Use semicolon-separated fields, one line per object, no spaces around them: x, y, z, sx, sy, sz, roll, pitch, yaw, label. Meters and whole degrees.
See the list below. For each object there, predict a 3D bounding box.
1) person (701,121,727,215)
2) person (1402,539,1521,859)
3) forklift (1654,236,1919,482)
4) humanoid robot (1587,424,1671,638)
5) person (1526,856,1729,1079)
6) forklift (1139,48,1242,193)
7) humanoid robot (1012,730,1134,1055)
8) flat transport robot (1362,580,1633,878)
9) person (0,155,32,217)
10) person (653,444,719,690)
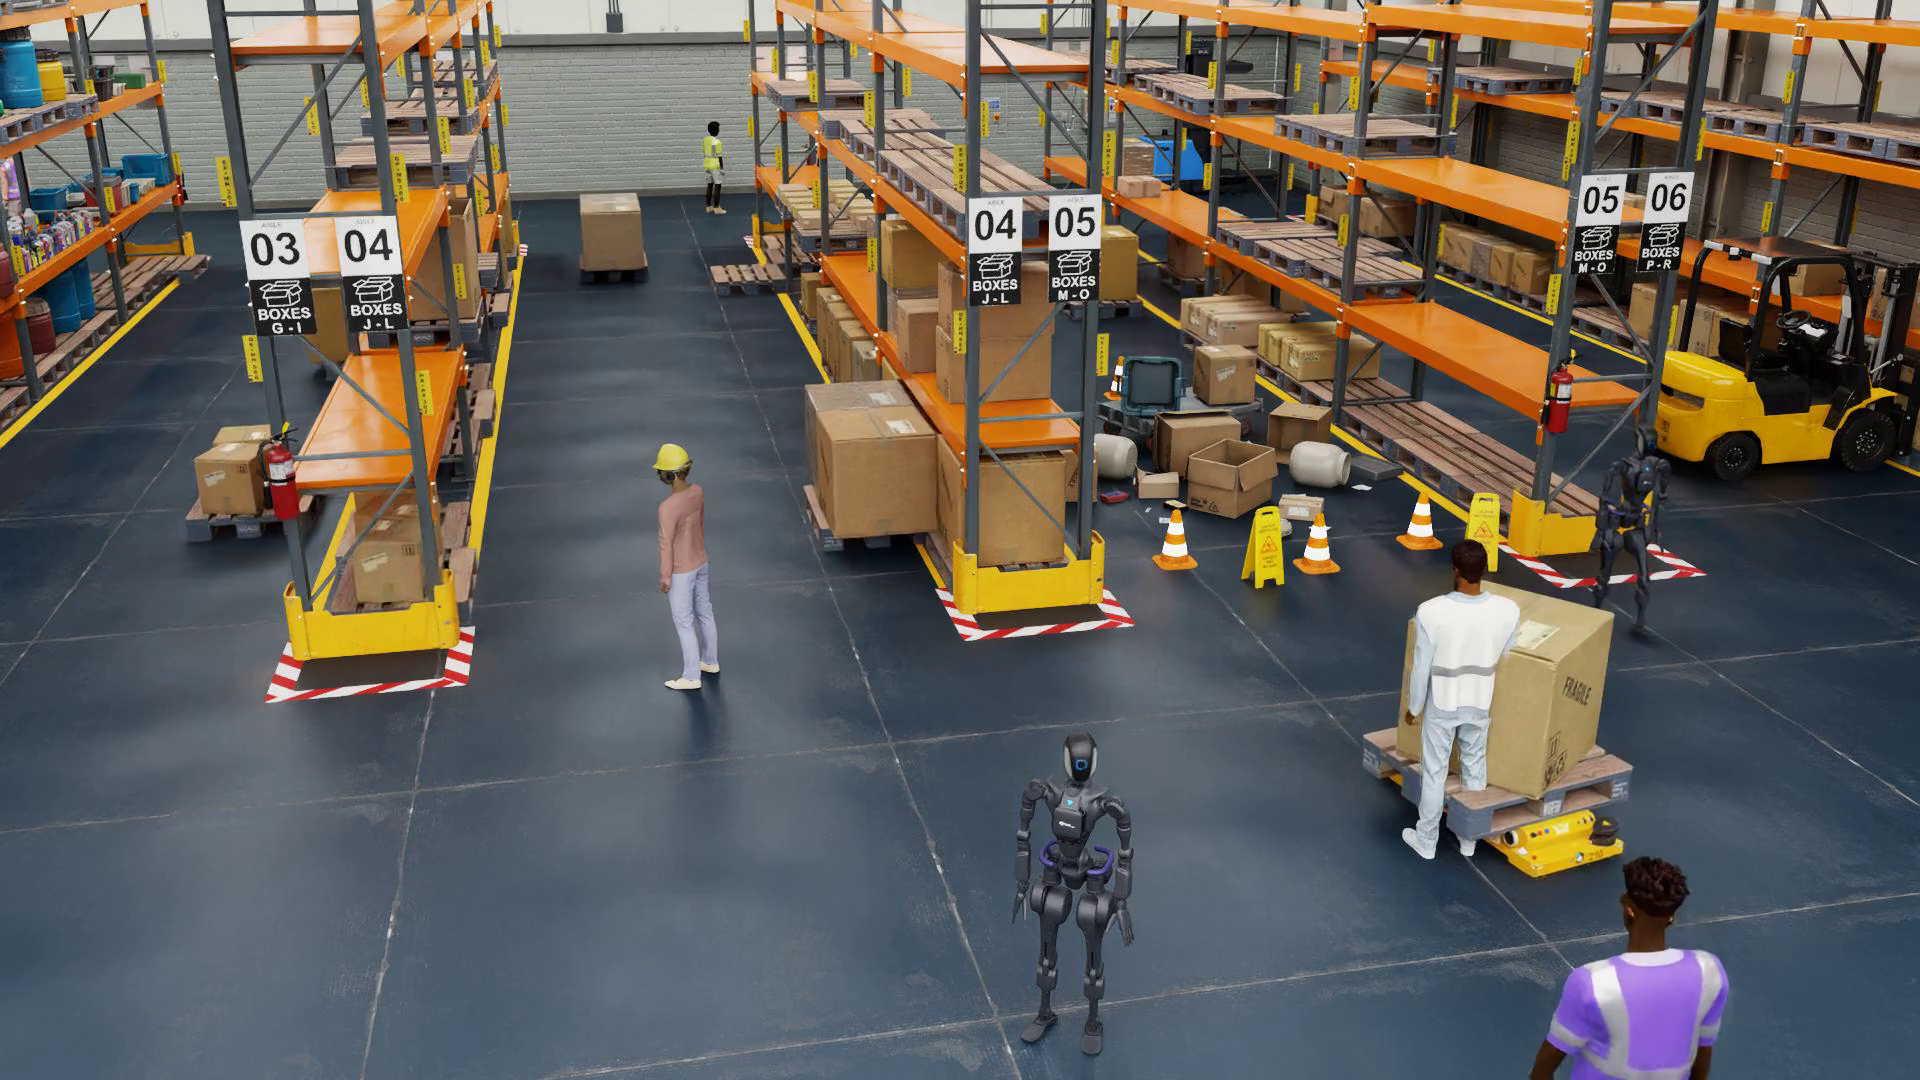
-4.523;-6.840;30.585;0.537;1.686;0.320;18;27;40;person
2.806;0.914;9.382;0.590;1.915;0.393;-1;20;-4;person
8.013;-1.814;16.330;2.313;2.155;1.214;-4;21;-12;forklift
4.985;-0.071;12.381;0.587;1.640;0.589;-4;21;-11;humanoid robot
2.437;2.039;6.311;0.648;1.936;0.598;-4;21;-10;person
4.566;-8.313;32.860;1.873;2.768;1.129;-4;21;-12;forklift
0.537;1.637;7.750;0.599;1.659;0.315;8;22;20;humanoid robot
3.206;1.554;10.019;0.659;0.231;1.431;-9;22;-23;flat transport robot
-15.370;-5.565;27.154;0.352;1.688;0.489;11;23;27;person
-1.939;0.180;11.584;0.341;1.758;0.518;7;22;19;person
